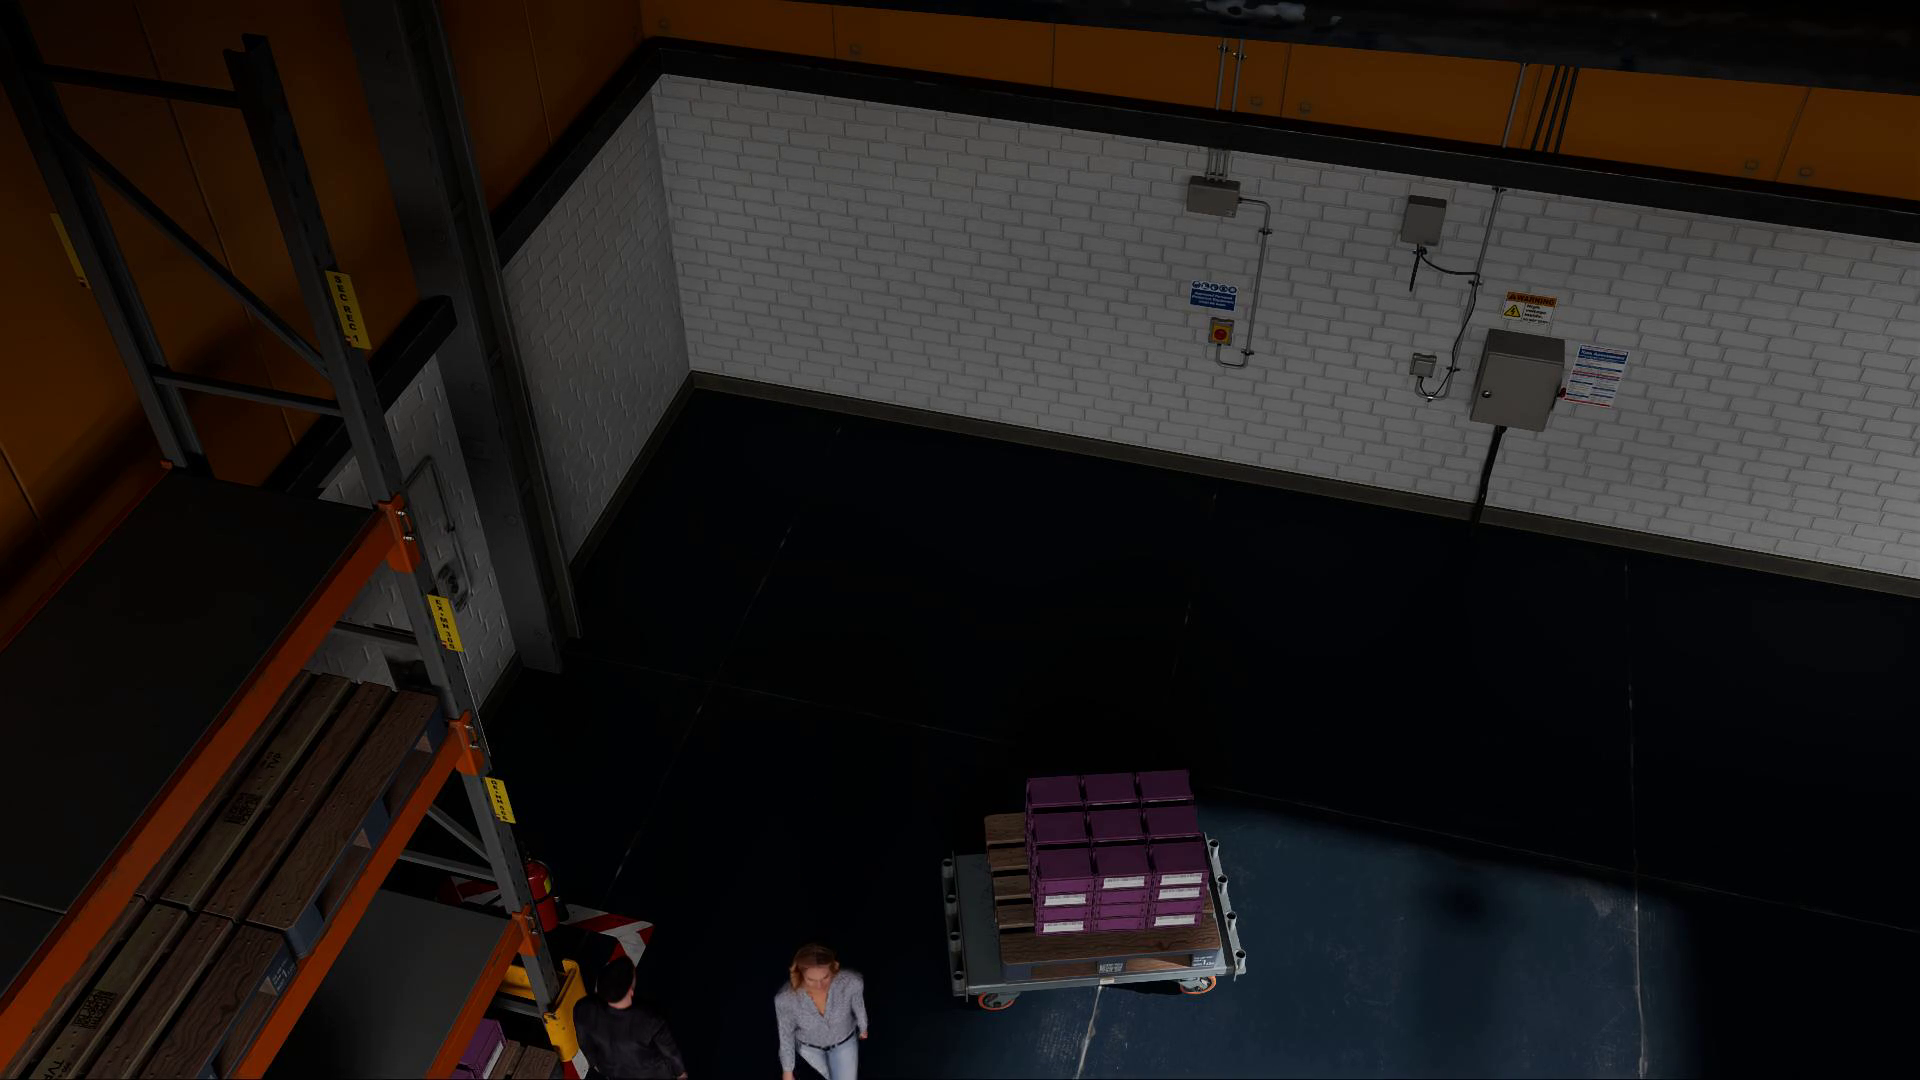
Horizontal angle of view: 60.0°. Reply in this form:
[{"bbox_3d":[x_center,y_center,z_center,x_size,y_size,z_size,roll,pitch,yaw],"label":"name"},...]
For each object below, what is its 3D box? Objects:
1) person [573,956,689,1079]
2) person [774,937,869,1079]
[{"bbox_3d":[-1.585,2.616,8.192,0.670,1.836,0.551,7,44,7],"label":"person"},{"bbox_3d":[-0.689,2.460,8.404,0.832,1.770,1.055,-4,44,-4],"label":"person"}]
